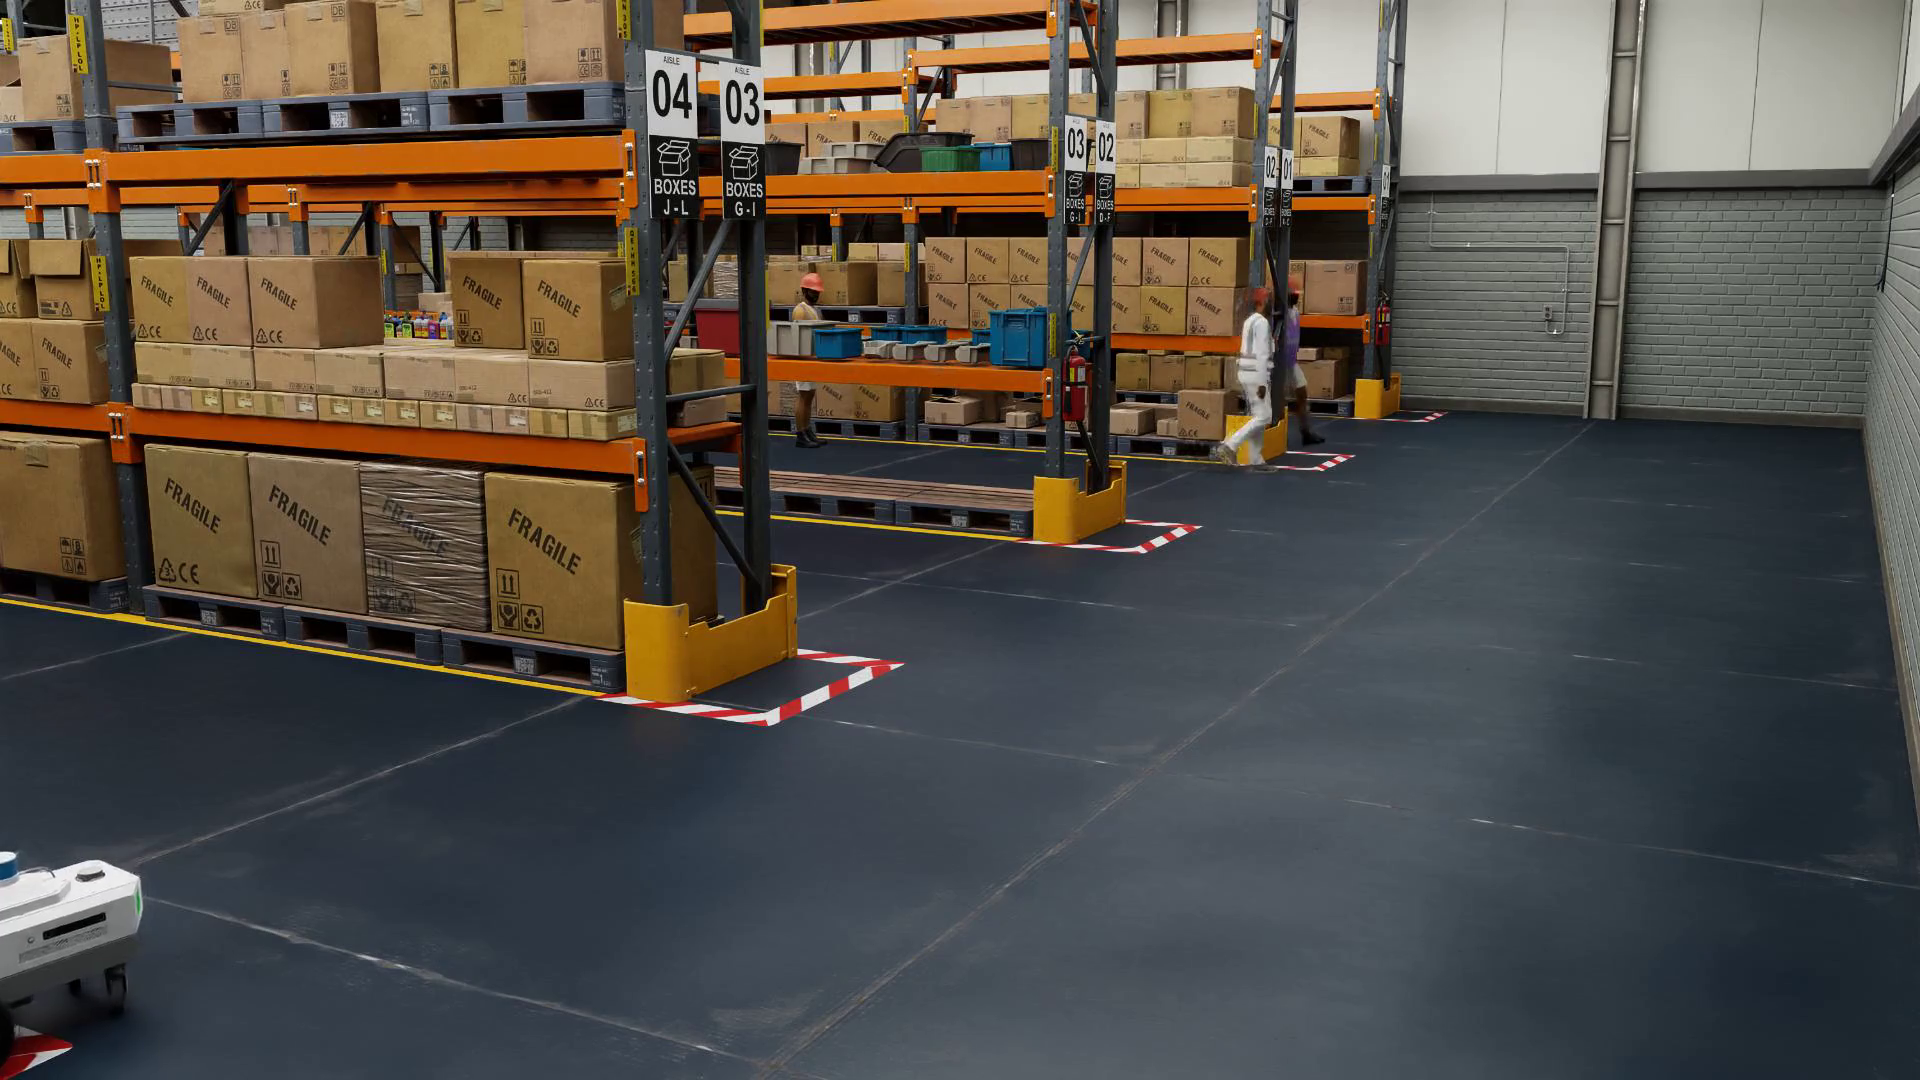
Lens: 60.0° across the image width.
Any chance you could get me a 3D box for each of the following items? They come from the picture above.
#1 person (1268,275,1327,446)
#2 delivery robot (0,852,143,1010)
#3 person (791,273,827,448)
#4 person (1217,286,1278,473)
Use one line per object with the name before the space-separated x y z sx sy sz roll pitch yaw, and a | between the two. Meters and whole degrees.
person | 3.723 -1.964 18.436 0.861 1.899 0.561 9 14 41
delivery robot | -2.784 1.154 4.851 0.477 0.478 0.707 8 13 35
person | -1.665 -1.992 18.502 0.376 1.932 0.543 2 11 13
person | 2.873 -1.580 16.486 0.527 1.849 0.612 0 10 -3
